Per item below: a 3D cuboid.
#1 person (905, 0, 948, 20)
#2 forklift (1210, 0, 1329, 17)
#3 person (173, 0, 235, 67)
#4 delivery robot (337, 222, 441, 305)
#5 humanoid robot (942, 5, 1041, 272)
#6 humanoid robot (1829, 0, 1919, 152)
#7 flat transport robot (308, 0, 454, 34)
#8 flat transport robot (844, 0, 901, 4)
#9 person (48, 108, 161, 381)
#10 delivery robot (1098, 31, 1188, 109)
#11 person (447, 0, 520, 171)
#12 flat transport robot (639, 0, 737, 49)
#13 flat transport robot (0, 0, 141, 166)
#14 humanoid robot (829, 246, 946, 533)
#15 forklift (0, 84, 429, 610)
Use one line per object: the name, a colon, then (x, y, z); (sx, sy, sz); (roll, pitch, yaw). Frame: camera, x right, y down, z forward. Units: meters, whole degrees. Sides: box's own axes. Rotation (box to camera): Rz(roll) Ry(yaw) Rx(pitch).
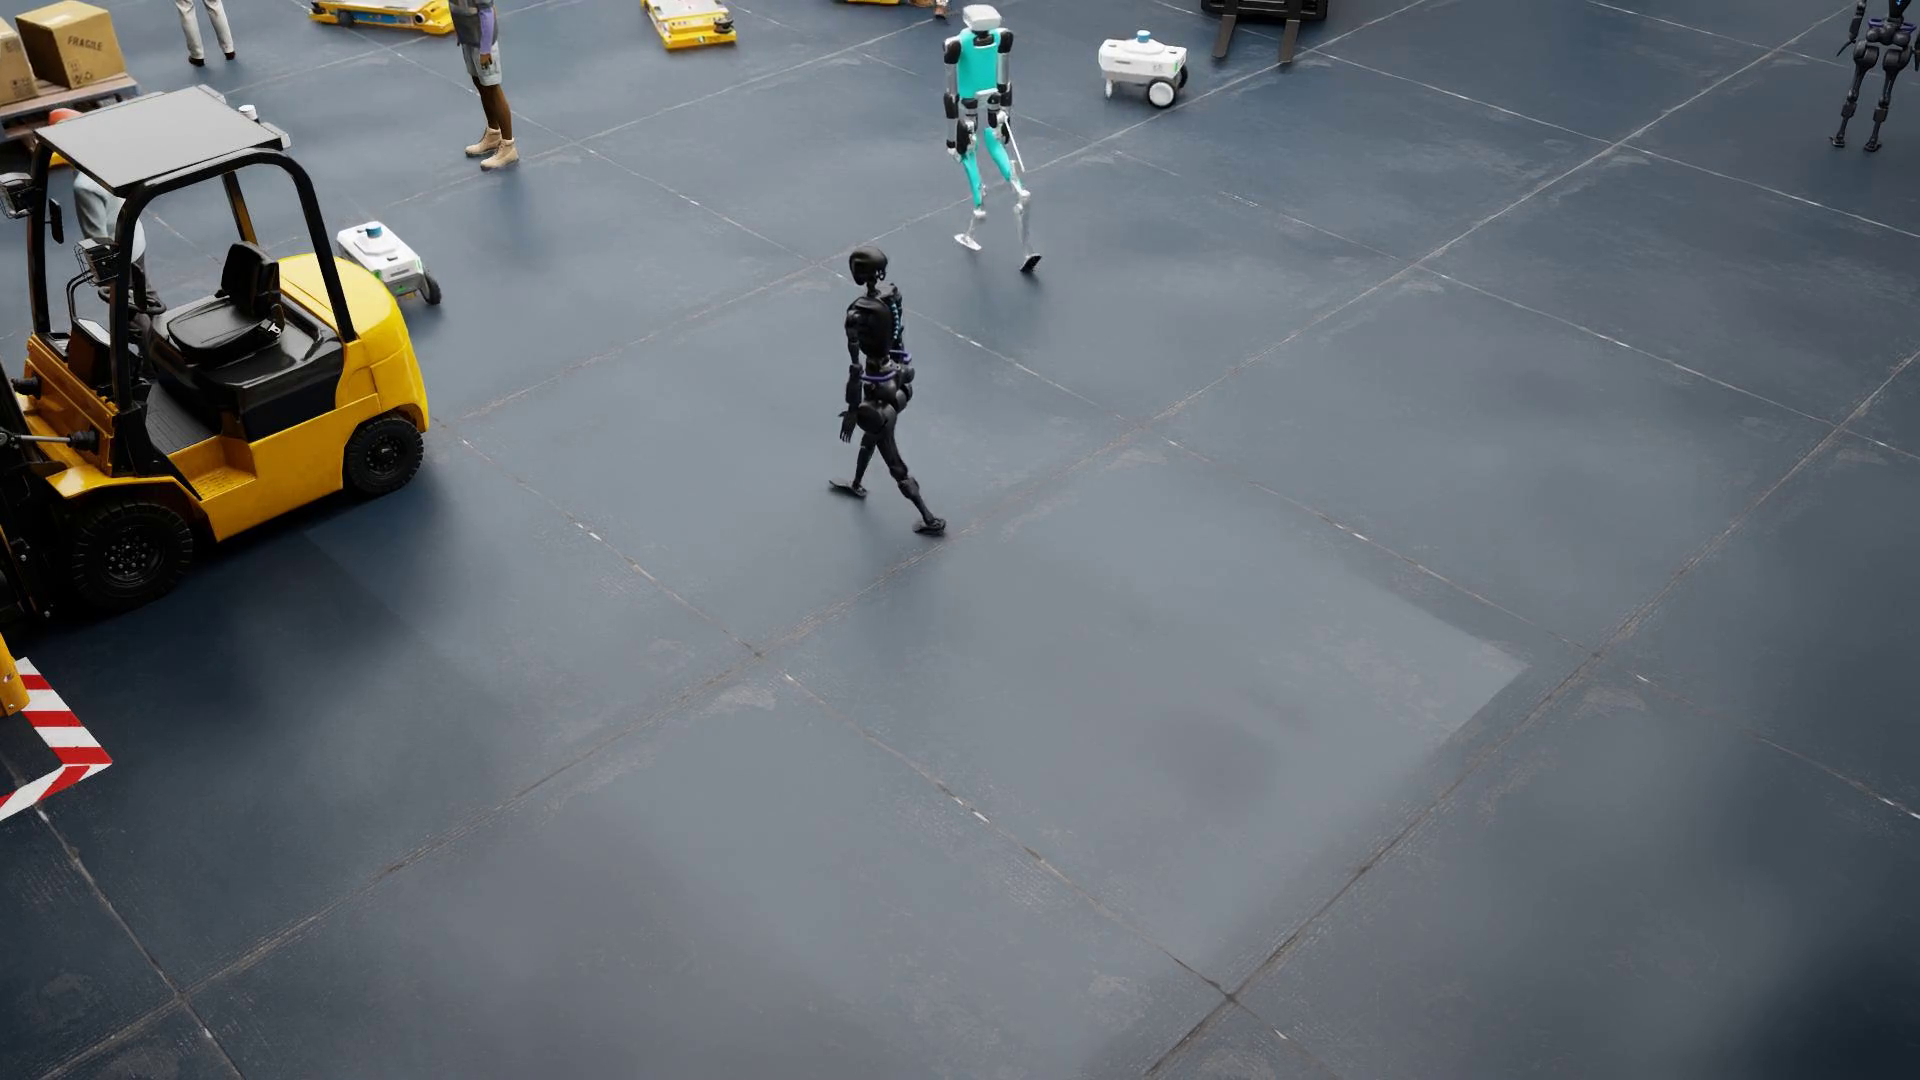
person: (-0.327, -5.775, 15.389); (0.685, 1.873, 0.866); (-15, 39, -19)
forklift: (3.106, -6.400, 15.960); (1.214, 2.155, 2.313); (8, 37, 10)
person: (-6.736, -5.028, 14.463); (0.537, 1.785, 0.383); (-23, 42, -28)
delivery robot: (-3.895, -1.839, 11.236); (0.499, 0.614, 0.808); (-25, 43, -30)
humanoid robot: (0.297, -2.673, 11.363); (0.542, 1.777, 0.935); (-21, 42, -26)
humanoid robot: (7.237, -3.896, 13.023); (0.599, 1.657, 0.315); (17, 40, 22)
flat transport robot: (-5.371, -5.048, 15.755); (1.431, 0.231, 0.659); (9, 38, 12)
flat transport robot: (-0.785, -5.673, 16.591); (0.659, 0.231, 1.431); (6, 37, 8)
person: (-5.187, -1.801, 10.178); (0.351, 1.740, 0.571); (-4, 37, -5)
delivery robot: (1.580, -4.014, 14.147); (0.785, 0.614, 0.524); (10, 38, 14)
person: (-3.703, -3.846, 12.662); (0.364, 2.048, 0.607); (-21, 42, -26)
flat transport robot: (-2.588, -4.982, 15.666); (0.659, 0.231, 1.431); (-12, 38, -15)
flat transport robot: (-7.387, -3.424, 13.580); (0.659, 0.231, 1.431); (-26, 44, -30)
humanoid robot: (-0.417, -0.802, 8.950); (0.819, 1.629, 0.609); (16, 40, 21)
forklift: (-4.145, -1.093, 8.856); (2.313, 2.155, 1.214); (-31, 47, -34)
